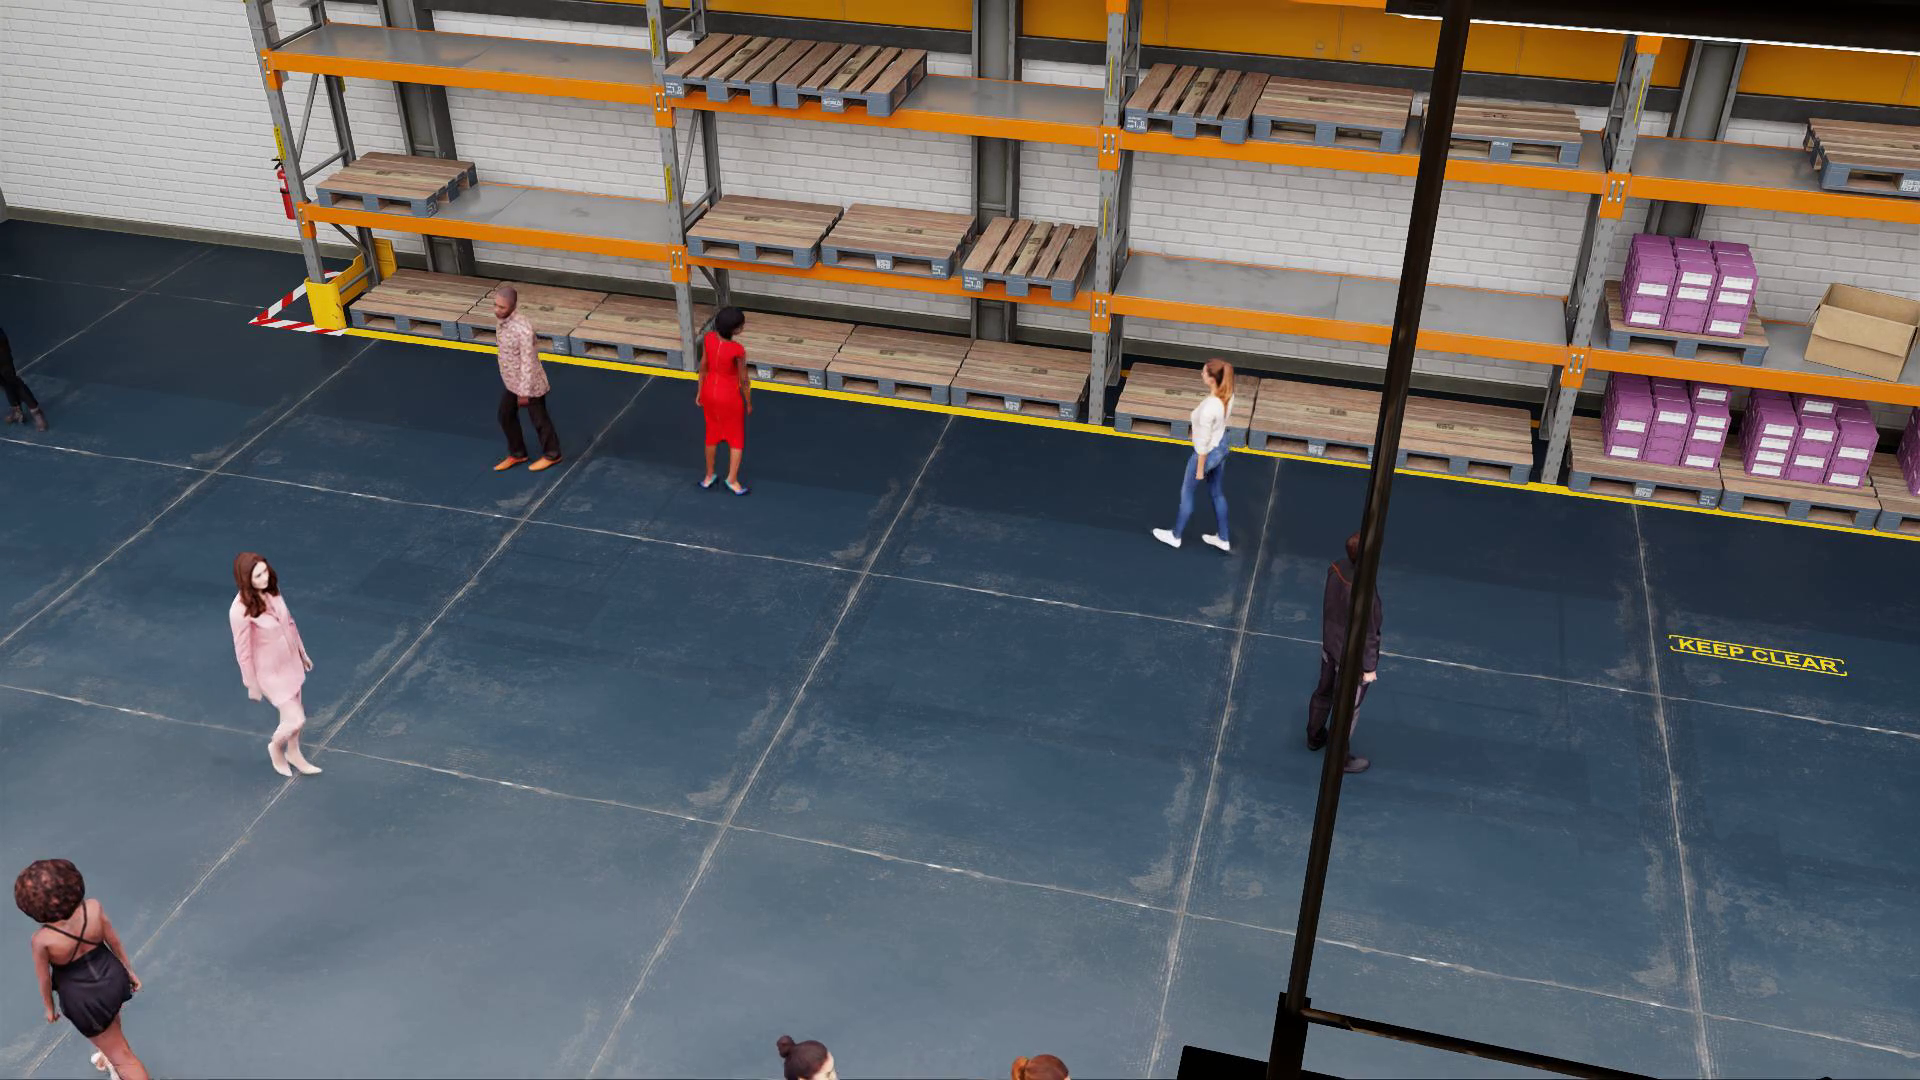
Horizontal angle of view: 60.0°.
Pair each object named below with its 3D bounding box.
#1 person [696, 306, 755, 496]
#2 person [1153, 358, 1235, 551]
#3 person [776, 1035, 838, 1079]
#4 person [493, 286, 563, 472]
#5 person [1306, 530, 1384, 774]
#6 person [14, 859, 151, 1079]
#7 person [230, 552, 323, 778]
[{"bbox_3d":[-2.036,-1.153,13.850,0.526,1.724,0.799,8,34,11],"label":"person"},{"bbox_3d":[2.018,-0.647,13.100,0.933,1.712,0.788,21,39,28],"label":"person"},{"bbox_3d":[-0.783,2.894,7.877,0.999,1.596,0.644,14,36,20],"label":"person"},{"bbox_3d":[-3.621,-1.384,14.146,0.998,1.782,0.939,-21,39,-29],"label":"person"},{"bbox_3d":[2.543,0.719,10.930,0.795,1.839,0.796,-11,35,-16],"label":"person"},{"bbox_3d":[-4.370,2.383,8.512,1.132,1.744,0.776,19,38,26],"label":"person"},{"bbox_3d":[-4.524,0.818,10.822,0.638,1.792,0.620,7,34,11],"label":"person"}]
